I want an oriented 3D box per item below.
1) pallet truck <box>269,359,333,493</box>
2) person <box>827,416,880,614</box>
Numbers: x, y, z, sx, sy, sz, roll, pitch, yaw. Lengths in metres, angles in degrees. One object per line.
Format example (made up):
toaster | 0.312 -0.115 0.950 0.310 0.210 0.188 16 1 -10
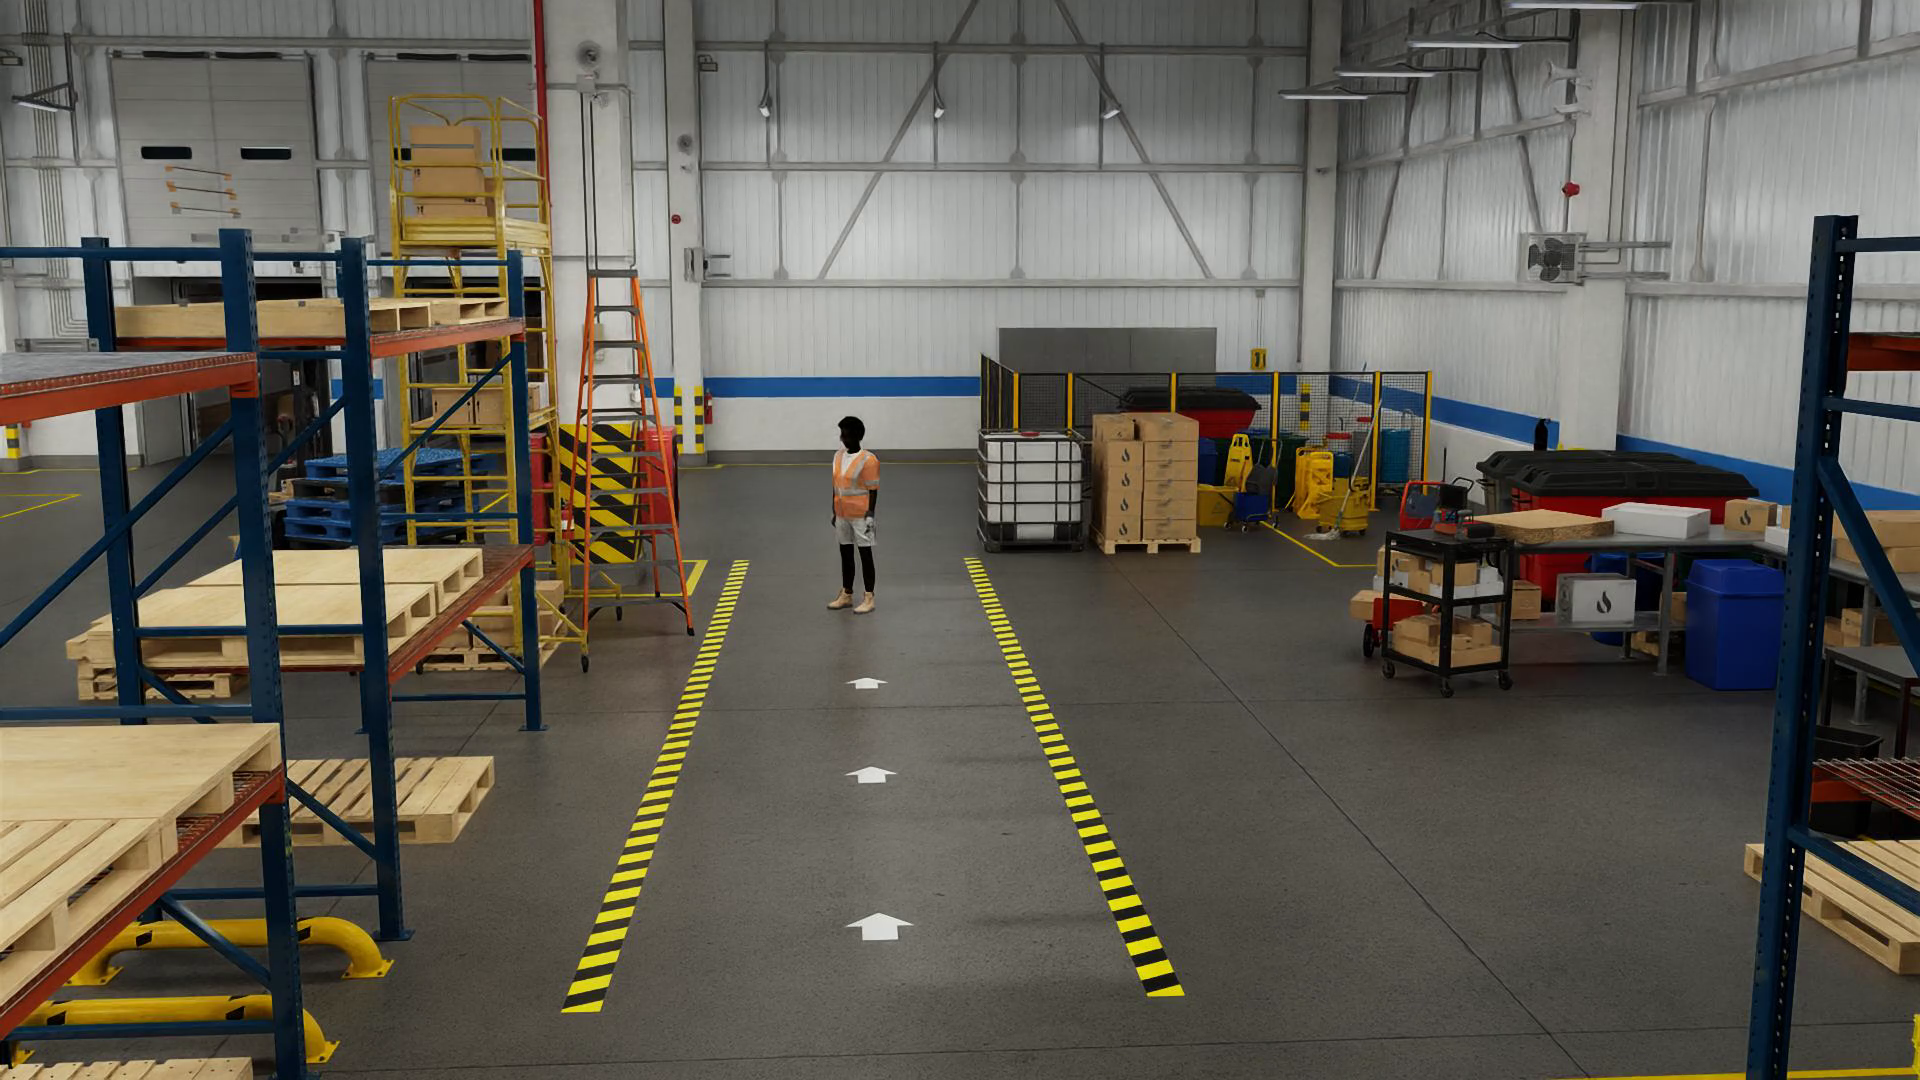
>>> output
pallet truck | -7.062 -1.131 18.996 1.885 1.965 0.823 2 9 13
person | -0.908 -0.216 14.199 0.532 1.694 0.319 8 12 41
